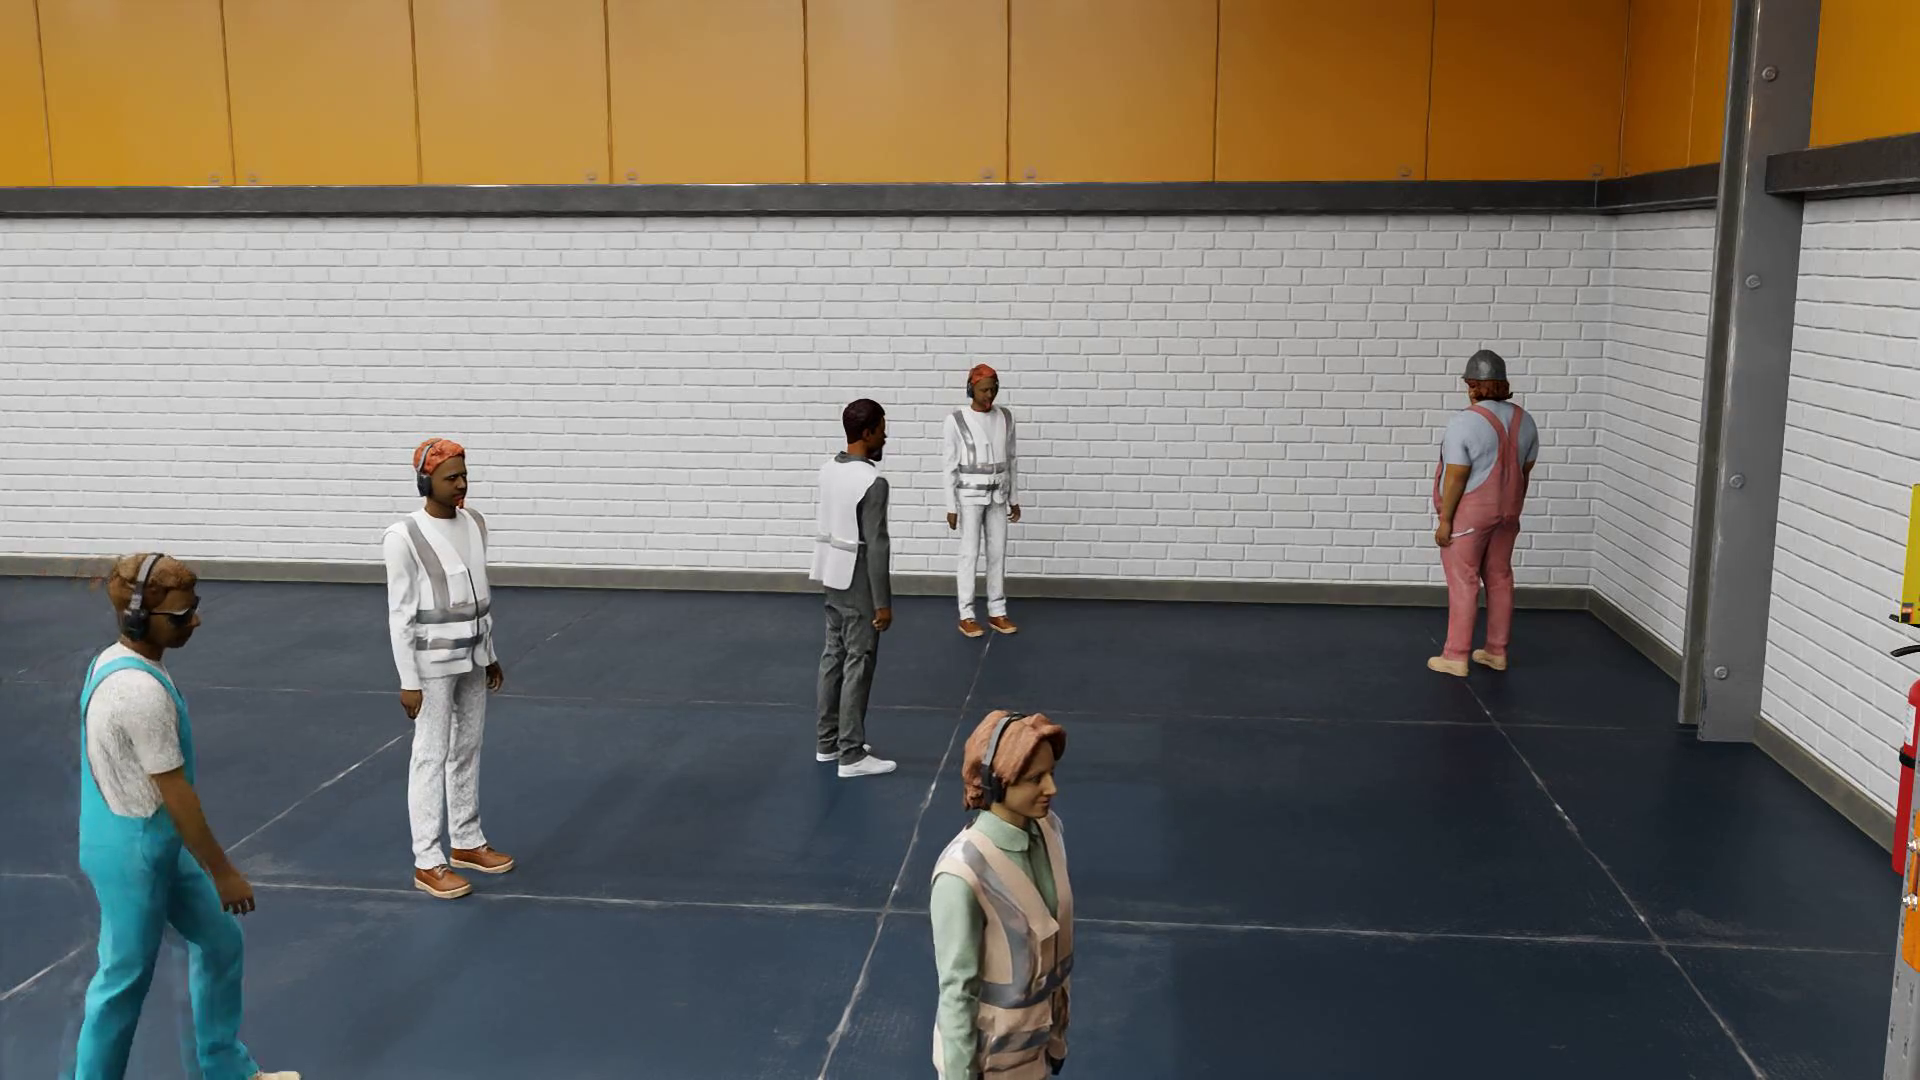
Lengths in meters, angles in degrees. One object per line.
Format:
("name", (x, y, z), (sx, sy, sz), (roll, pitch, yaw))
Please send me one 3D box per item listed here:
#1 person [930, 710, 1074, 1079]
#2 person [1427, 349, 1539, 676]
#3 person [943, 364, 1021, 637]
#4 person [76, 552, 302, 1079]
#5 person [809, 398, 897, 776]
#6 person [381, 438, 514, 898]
("person", (0.098, 1.182, 3.791), (0.312, 1.639, 0.520), (5, 11, 27))
("person", (3.223, -0.177, 10.426), (0.688, 2.000, 0.539), (-5, 11, -27))
("person", (0.153, -0.269, 11.432), (0.589, 1.878, 0.372), (-6, 12, -32))
("person", (-2.254, 0.919, 4.817), (0.801, 1.800, 0.520), (-5, 11, -28))
("person", (-0.546, 0.237, 8.445), (0.396, 1.909, 0.588), (-6, 11, -29))
("person", (-2.116, 0.517, 6.897), (0.343, 1.882, 0.585), (4, 11, 21))
